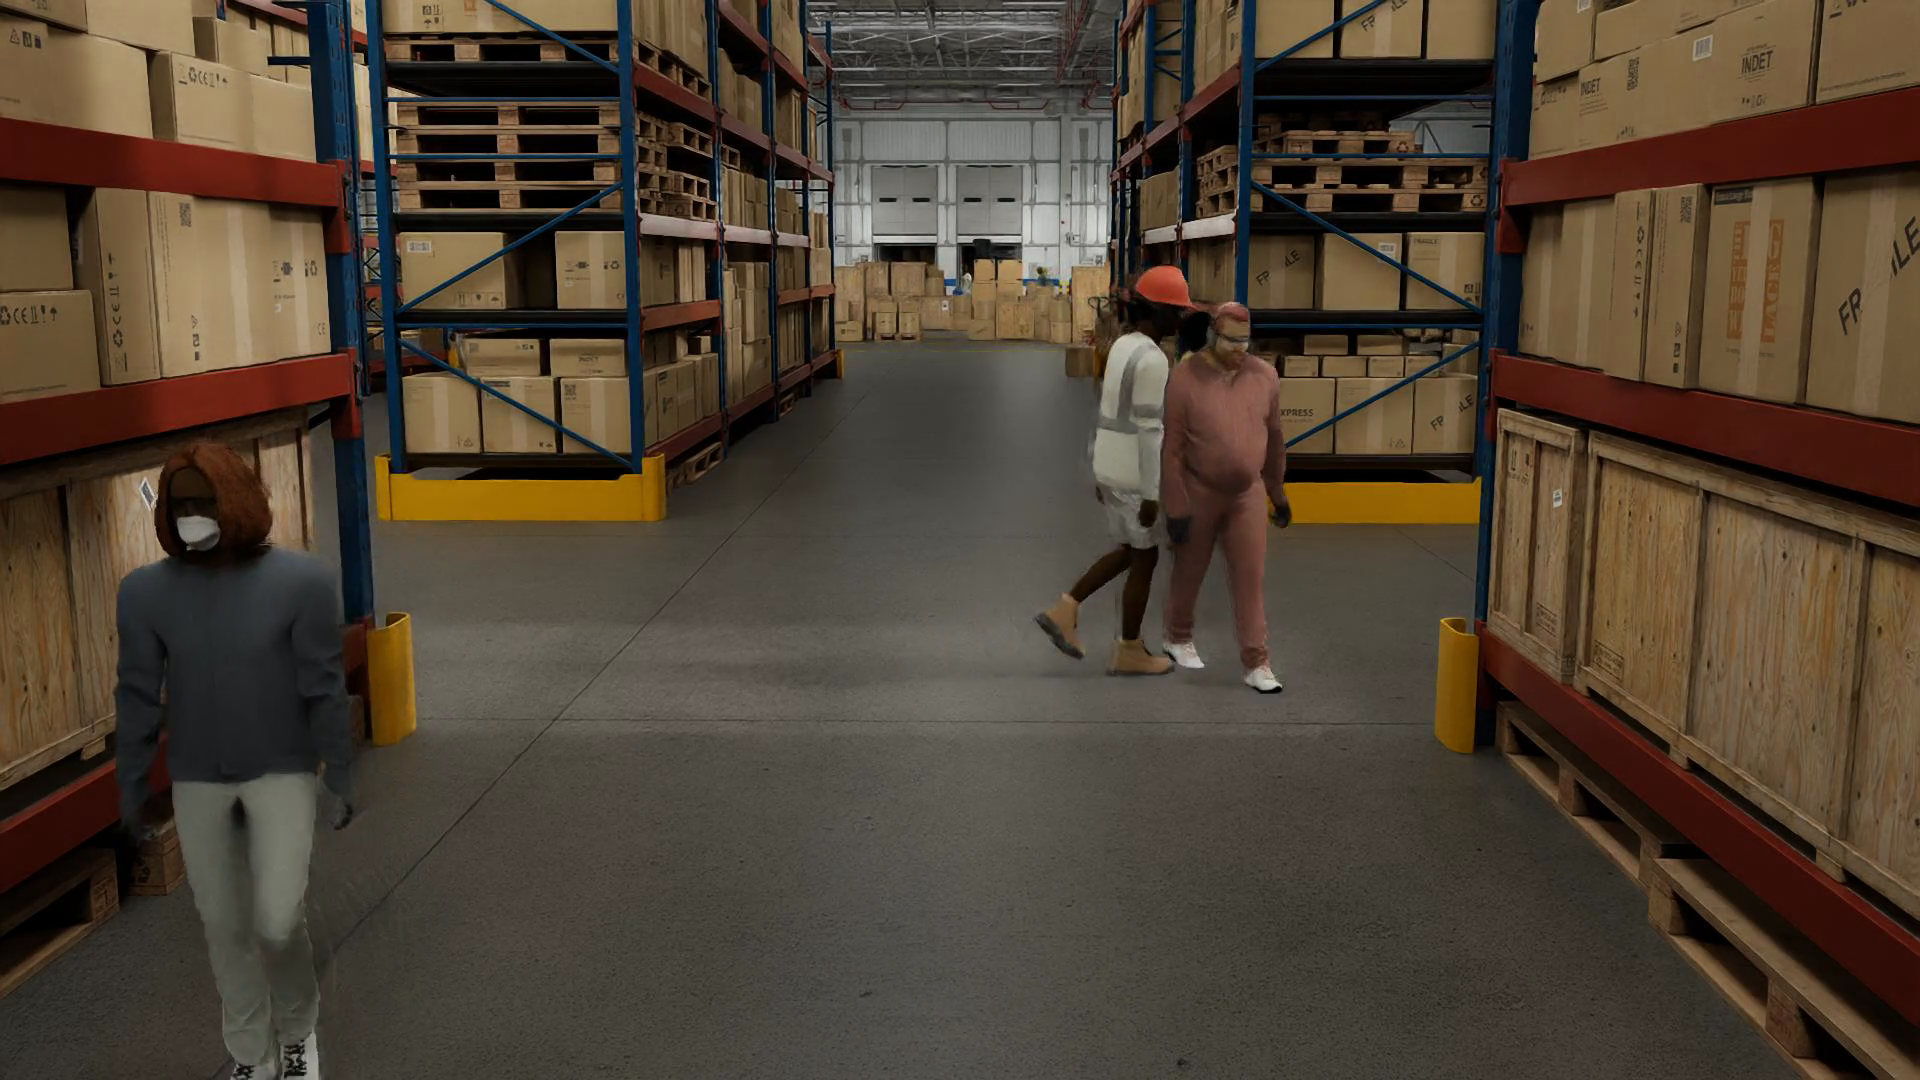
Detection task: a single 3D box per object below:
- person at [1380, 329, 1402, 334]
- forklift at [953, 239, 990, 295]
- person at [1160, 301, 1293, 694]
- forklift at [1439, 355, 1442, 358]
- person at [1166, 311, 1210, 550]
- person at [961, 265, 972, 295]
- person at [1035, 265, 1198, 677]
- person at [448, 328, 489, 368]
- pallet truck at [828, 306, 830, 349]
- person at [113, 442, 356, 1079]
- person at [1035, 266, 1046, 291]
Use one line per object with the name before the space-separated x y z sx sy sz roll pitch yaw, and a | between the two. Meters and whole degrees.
person | 9.766 -5.212 37.795 1.031 1.889 0.543 -5 11 -30
forklift | 0.752 -8.931 57.061 1.873 2.768 1.129 3 10 16
person | 1.296 -0.224 8.050 0.742 1.880 0.798 -2 10 -14
forklift | 10.647 -4.979 33.384 1.873 2.768 1.129 -9 13 -44
person | 1.643 -0.743 11.579 0.432 1.682 0.538 0 9 -2
person | 0.197 -7.936 53.916 0.372 1.939 0.631 2 10 12
person | 0.791 -0.319 8.070 0.683 2.014 0.657 -2 10 -14
person | -7.913 -3.350 26.792 0.641 1.831 0.441 1 10 5
pallet truck | -3.100 -3.940 29.800 1.885 1.965 0.823 3 10 19
person | -1.691 0.577 3.877 0.521 1.617 0.375 0 9 -3
person | 2.827 -8.885 59.763 1.060 1.875 0.635 0 9 3
